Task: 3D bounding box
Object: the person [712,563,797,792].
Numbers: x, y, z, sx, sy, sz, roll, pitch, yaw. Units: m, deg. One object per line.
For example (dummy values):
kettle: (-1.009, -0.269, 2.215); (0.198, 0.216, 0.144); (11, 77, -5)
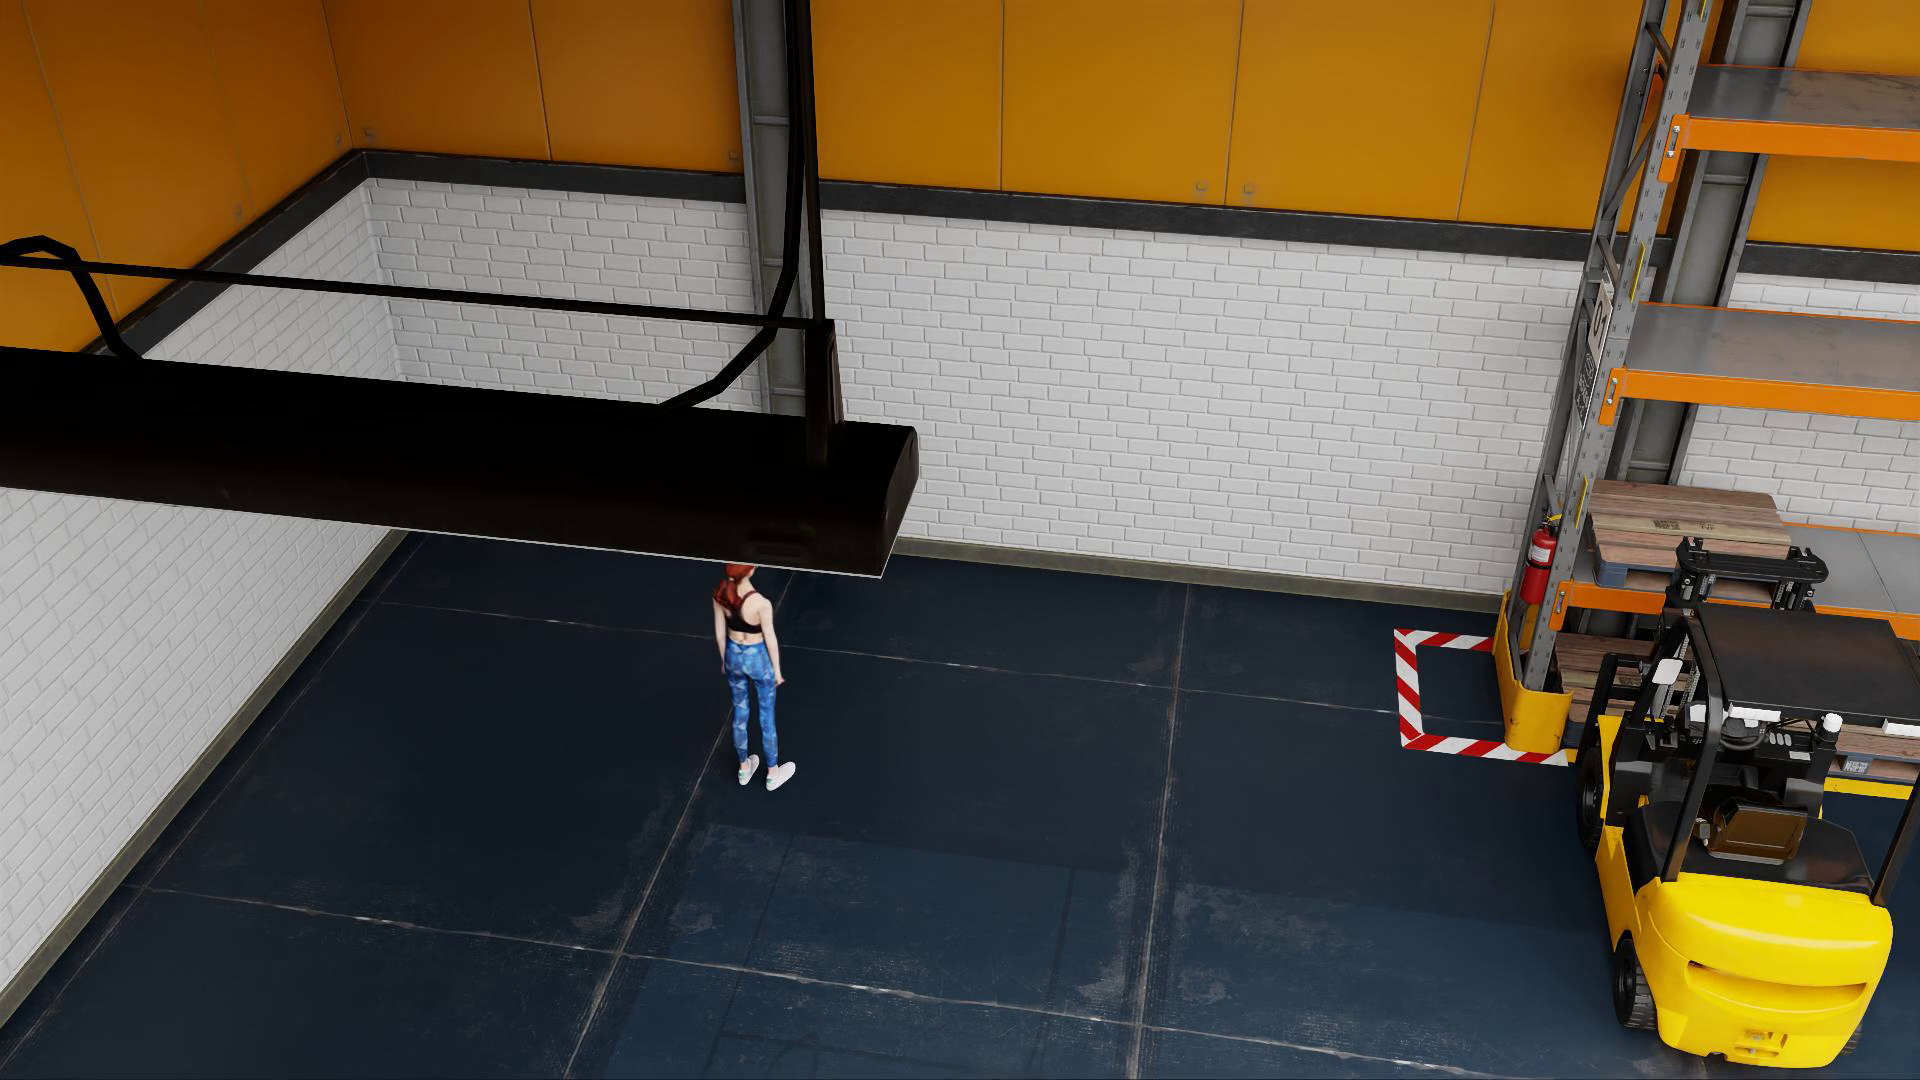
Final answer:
person: (-1.309, 0.804, 10.362); (0.573, 1.784, 0.672); (12, 36, 18)
